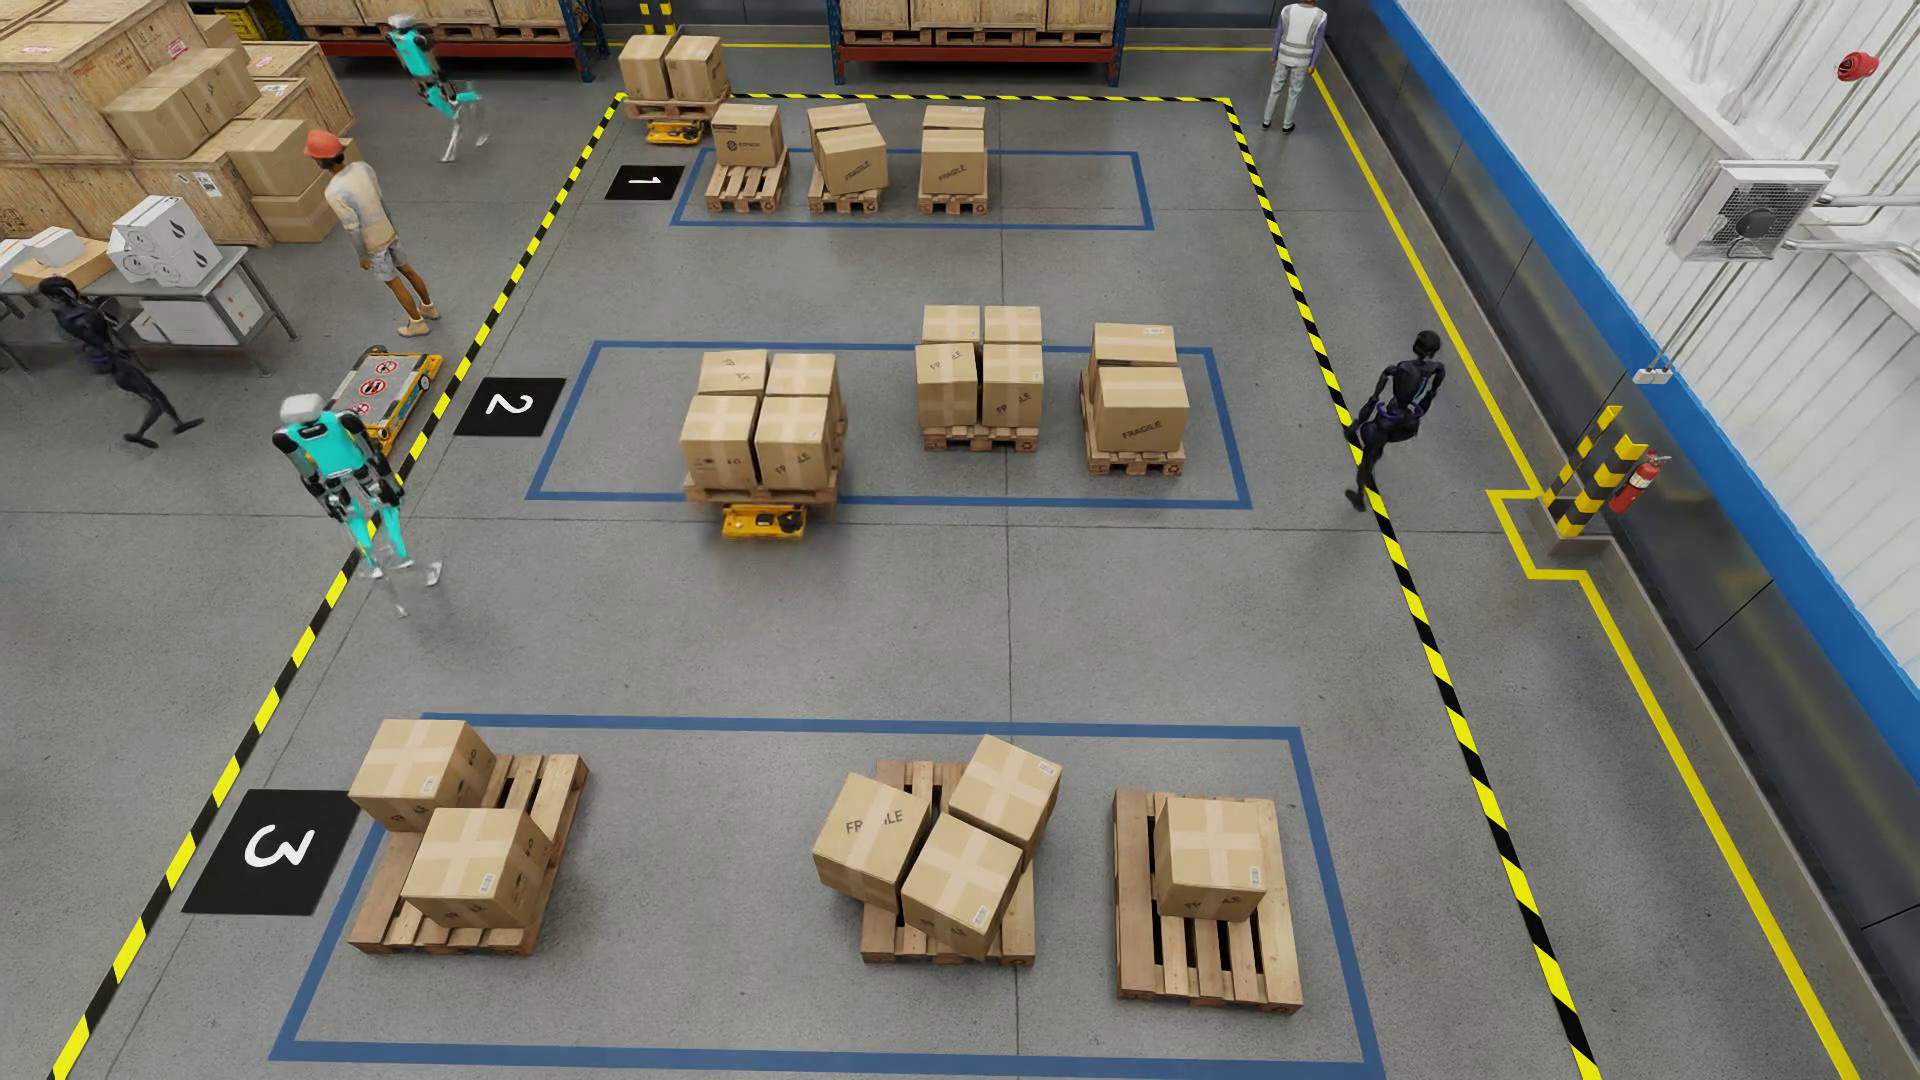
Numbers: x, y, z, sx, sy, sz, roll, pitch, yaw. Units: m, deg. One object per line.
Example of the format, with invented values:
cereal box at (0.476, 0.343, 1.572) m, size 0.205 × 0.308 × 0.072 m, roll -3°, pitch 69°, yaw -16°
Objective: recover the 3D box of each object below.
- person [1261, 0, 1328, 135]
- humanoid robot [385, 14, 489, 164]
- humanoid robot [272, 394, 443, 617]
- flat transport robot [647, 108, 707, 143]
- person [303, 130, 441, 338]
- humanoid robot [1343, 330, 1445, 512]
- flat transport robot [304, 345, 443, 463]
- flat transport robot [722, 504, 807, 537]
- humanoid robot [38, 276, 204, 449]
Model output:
person at (4.177, -6.019, 11.432) m, size 0.590 × 1.837 × 0.404 m, roll 23°, pitch 54°, yaw 18°
humanoid robot at (-6.203, -5.480, 11.069) m, size 0.537 × 1.749 × 1.054 m, roll 14°, pitch 51°, yaw 11°
humanoid robot at (-4.229, -0.139, 6.539) m, size 0.535 × 1.797 × 0.808 m, roll -21°, pitch 53°, yaw -17°
flat transport robot at (-3.674, -5.692, 12.166) m, size 0.652 × 0.197 × 1.431 m, roll 1°, pitch 50°, yaw 1°
person at (-5.504, -2.838, 8.605) m, size 0.365 × 2.048 × 0.607 m, roll 4°, pitch 50°, yaw 3°
humanoid robot at (3.387, -0.949, 7.253) m, size 0.608 × 1.644 × 0.478 m, roll -7°, pitch 50°, yaw -6°
flat transport robot at (-5.383, -1.269, 8.441) m, size 0.659 × 0.231 × 1.431 m, roll 1°, pitch 50°, yaw 1°
flat transport robot at (-1.597, -0.624, 7.876) m, size 0.652 × 0.197 × 1.431 m, roll 1°, pitch 50°, yaw 1°
humanoid robot at (-7.148, -1.466, 7.695) m, size 0.608 × 1.642 × 0.529 m, roll 36°, pitch 59°, yaw 27°
